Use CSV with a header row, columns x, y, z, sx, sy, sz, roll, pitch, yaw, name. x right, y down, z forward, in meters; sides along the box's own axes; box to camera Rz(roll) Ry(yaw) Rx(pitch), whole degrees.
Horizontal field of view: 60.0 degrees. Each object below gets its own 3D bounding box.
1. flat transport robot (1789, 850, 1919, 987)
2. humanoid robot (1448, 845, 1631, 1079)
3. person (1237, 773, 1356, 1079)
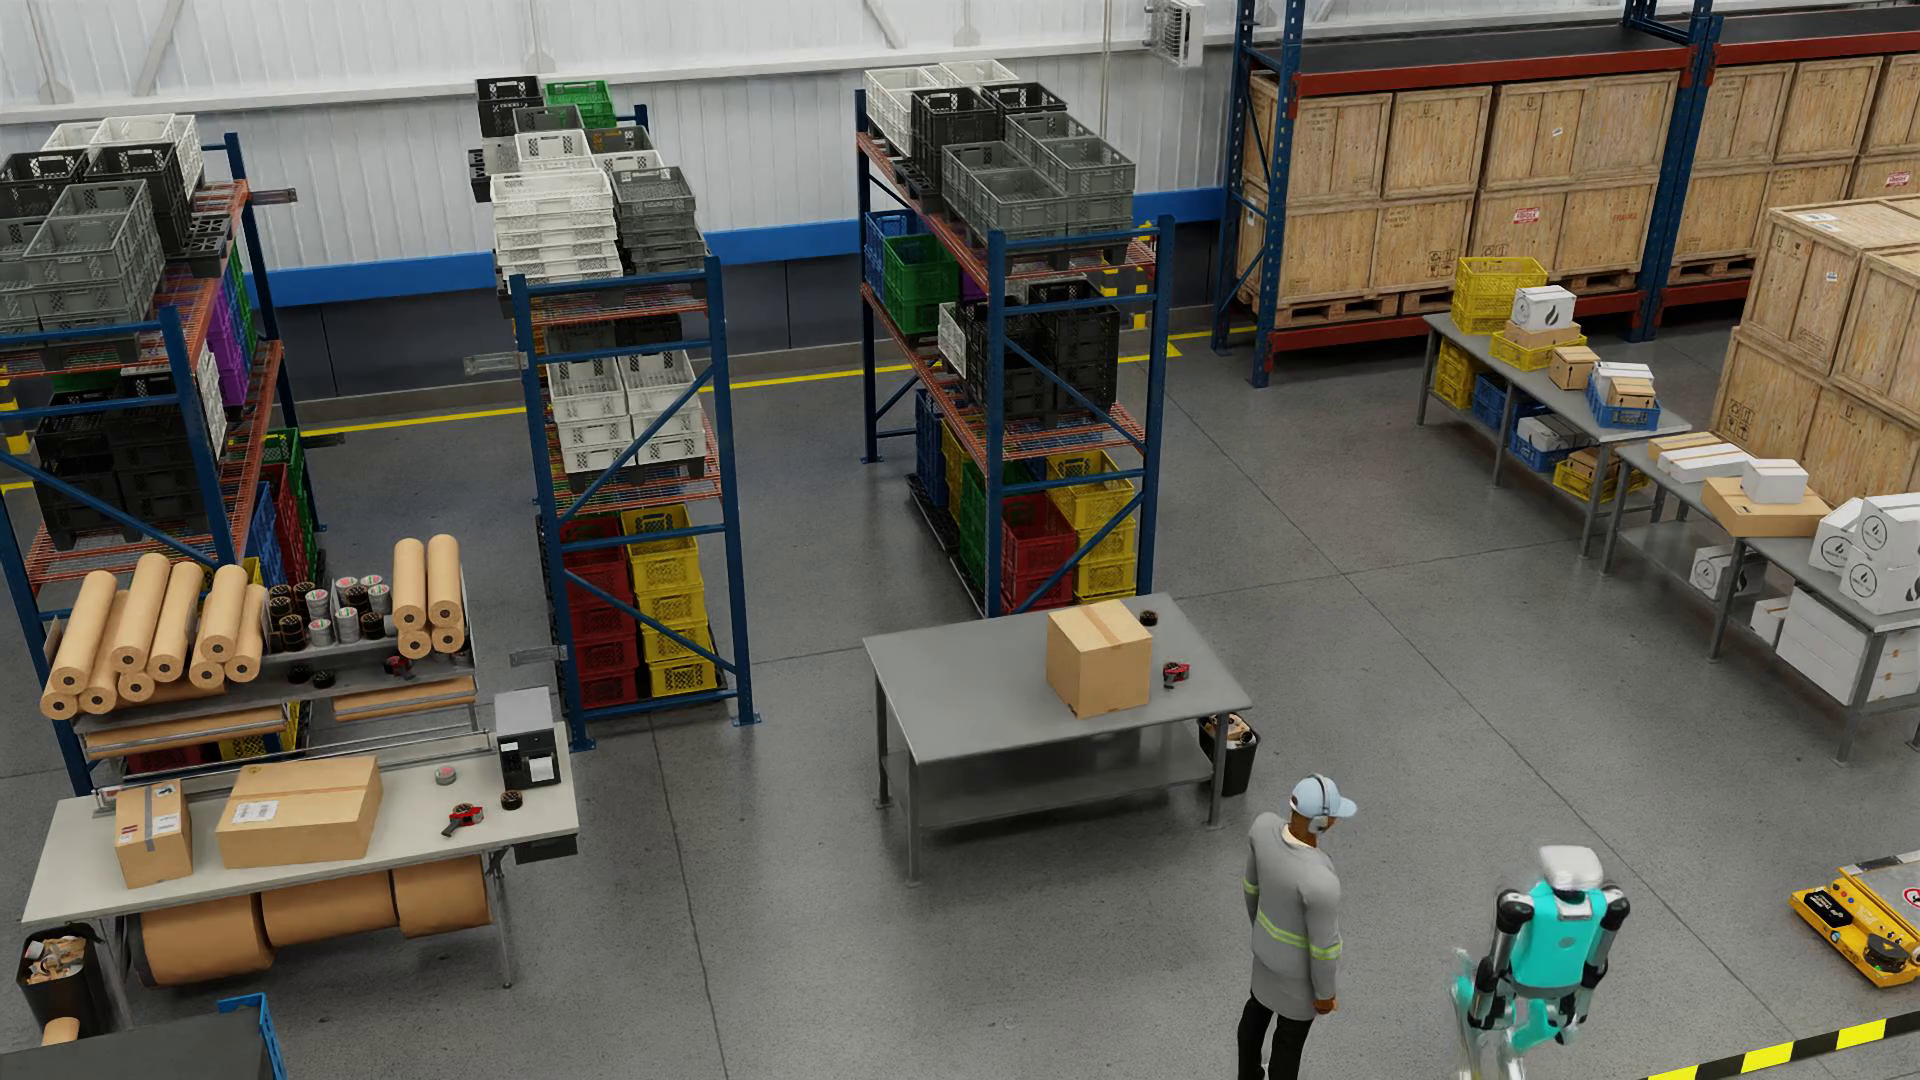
x,y,z,sx,sy,sz,roll,pitch,yaw,name
5.163,1.916,8.676,1.431,0.231,0.659,-8,30,-14,flat transport robot
2.390,1.920,7.124,0.546,1.731,0.965,-2,29,-4,humanoid robot
1.465,1.793,7.261,0.396,1.848,0.587,-12,31,-21,person
